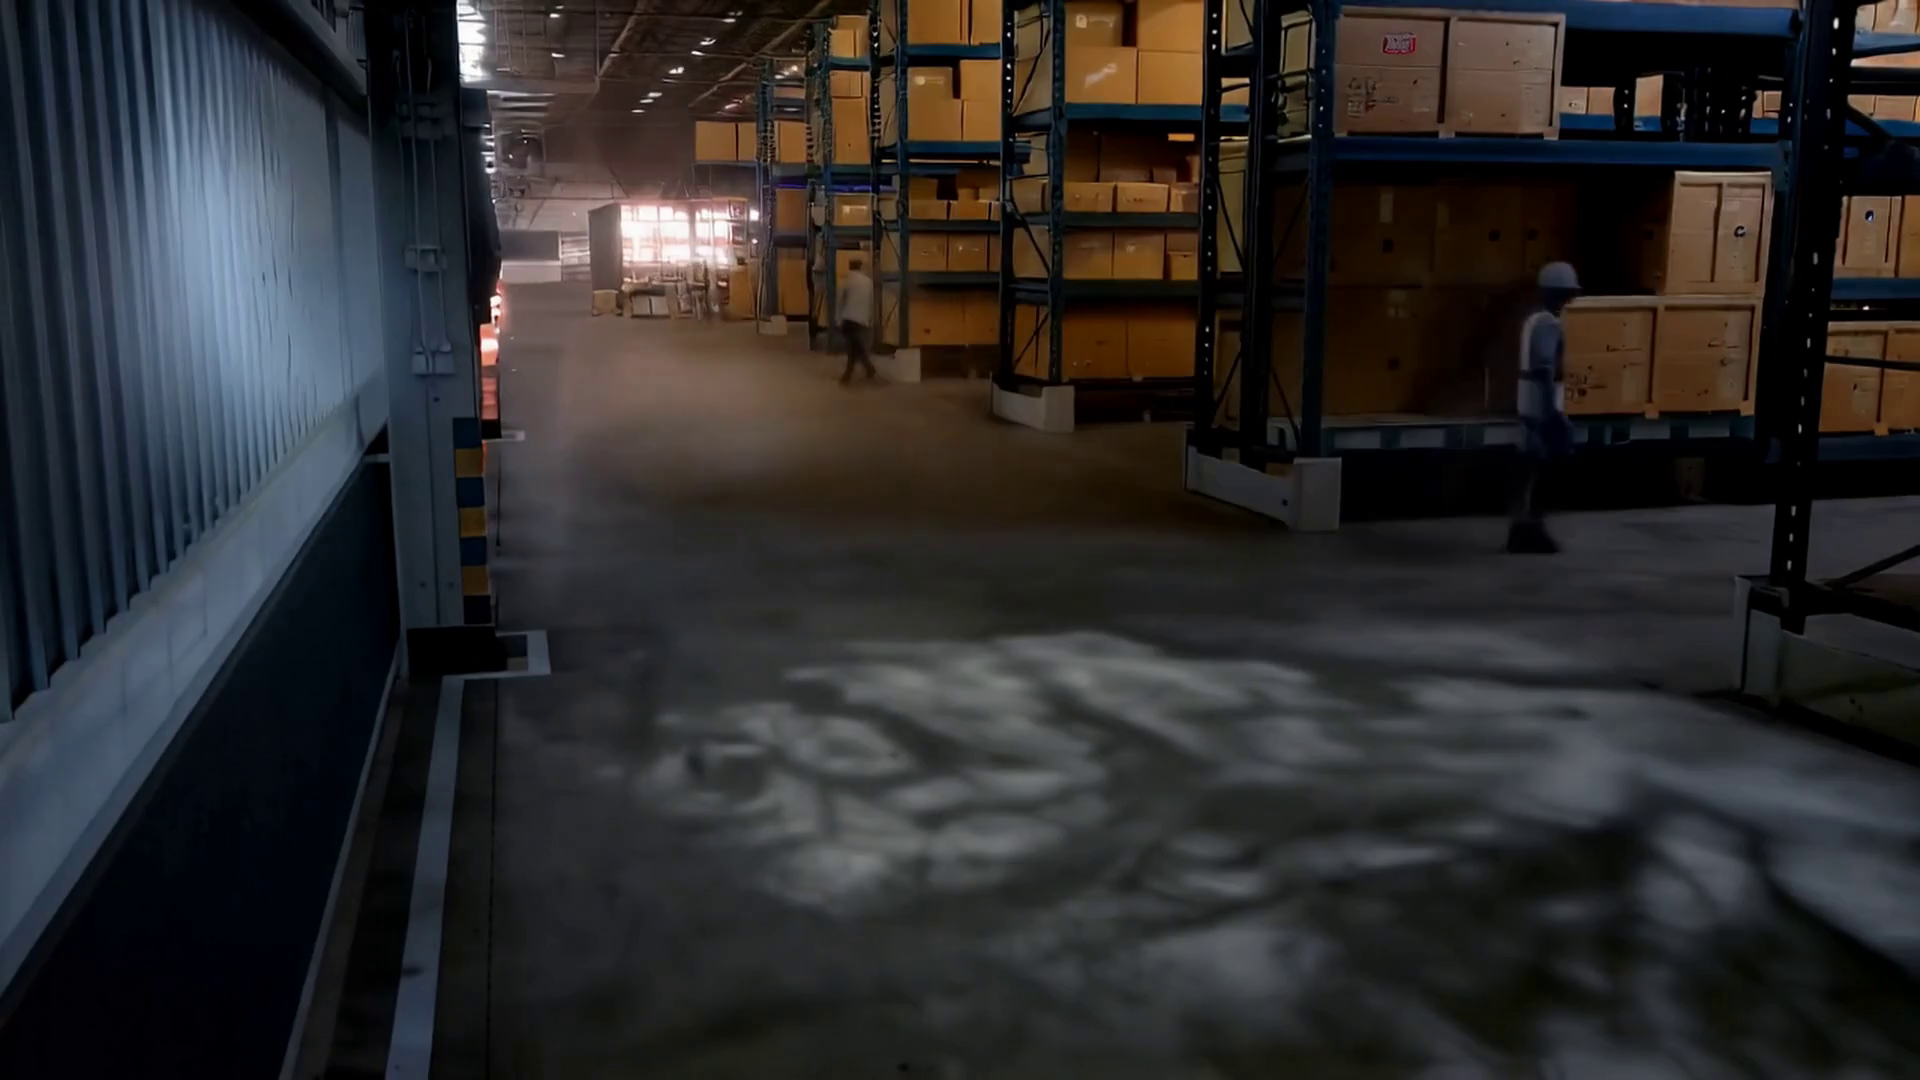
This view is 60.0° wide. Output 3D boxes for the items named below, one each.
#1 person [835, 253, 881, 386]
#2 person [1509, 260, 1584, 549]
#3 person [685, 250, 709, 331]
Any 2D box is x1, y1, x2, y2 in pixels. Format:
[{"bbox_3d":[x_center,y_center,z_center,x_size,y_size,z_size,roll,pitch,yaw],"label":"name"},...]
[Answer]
[{"bbox_3d":[-1.452,-3.158,23.930,0.855,1.944,0.648,9,14,43],"label":"person"},{"bbox_3d":[3.907,-0.880,11.041,0.479,1.923,0.556,1,10,5],"label":"person"},{"bbox_3d":[-6.323,-5.988,39.929,0.612,1.943,0.404,-7,12,-36],"label":"person"}]
